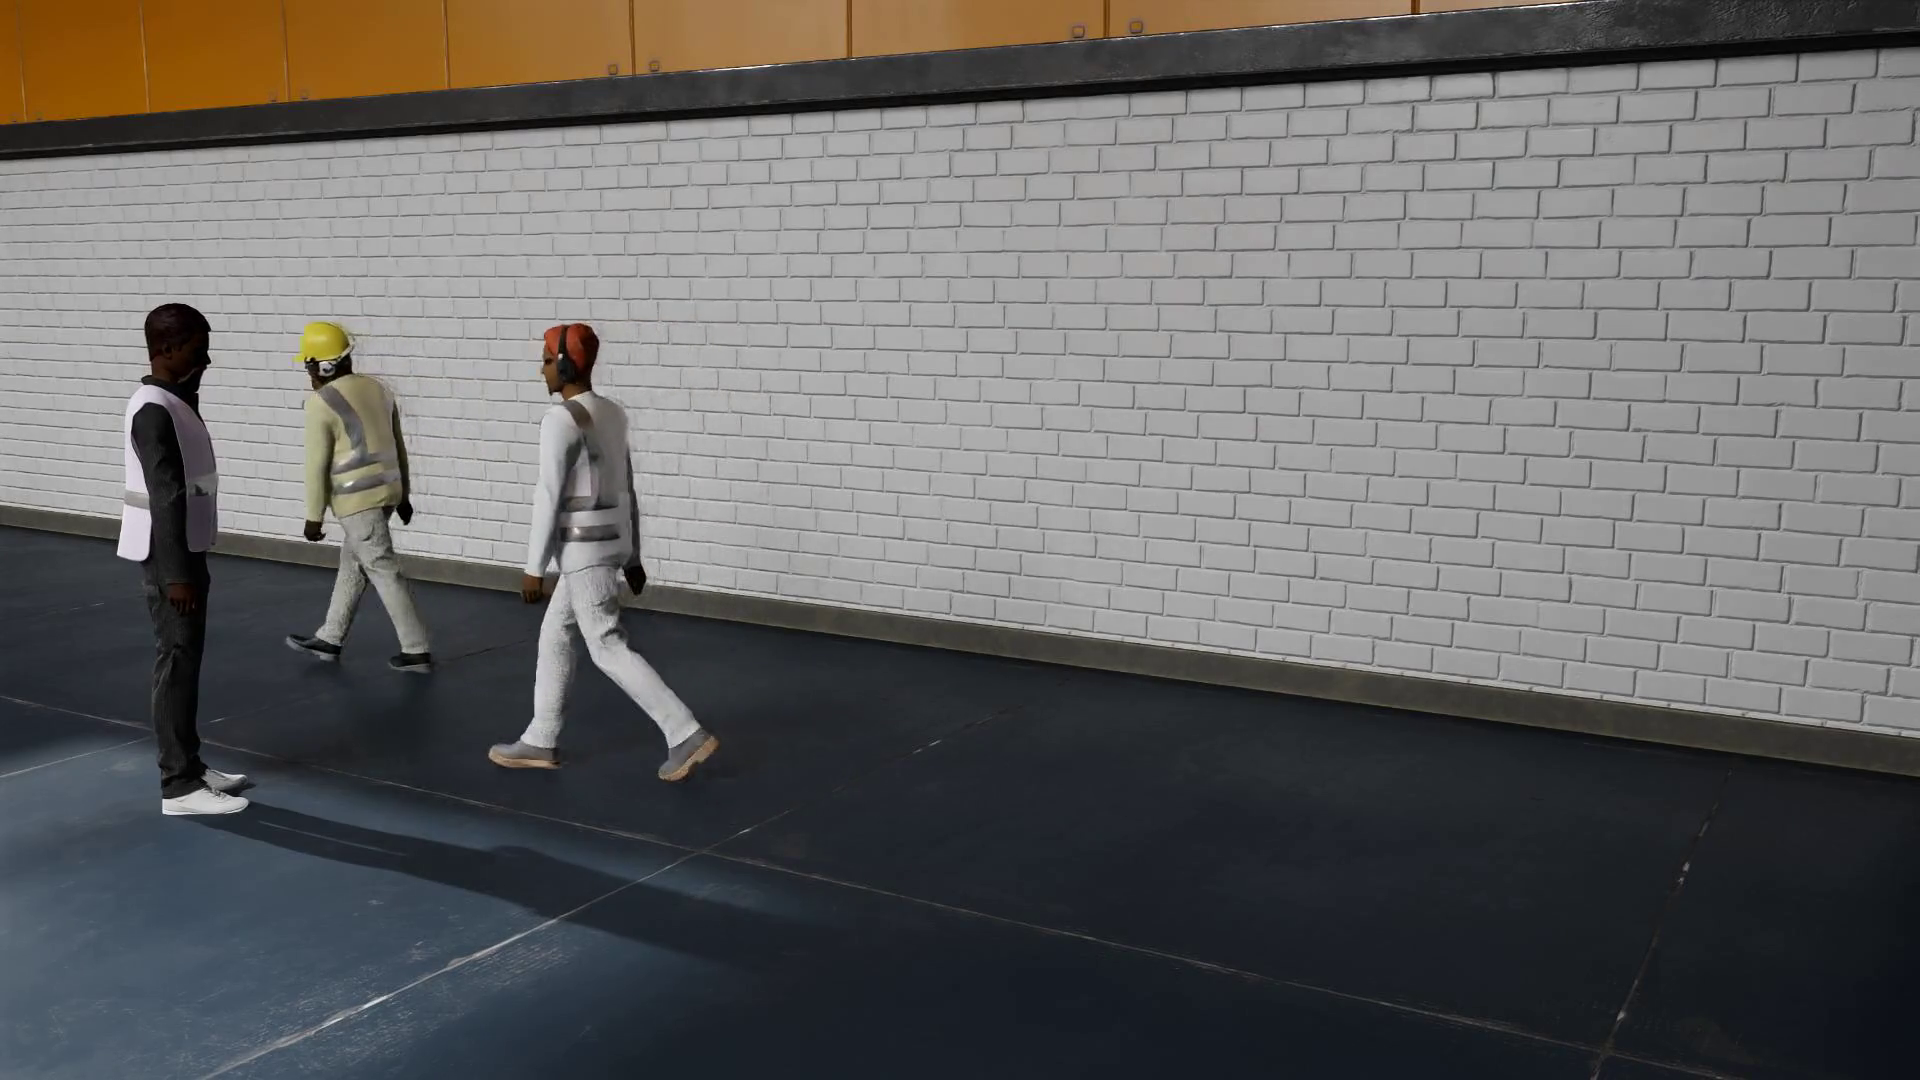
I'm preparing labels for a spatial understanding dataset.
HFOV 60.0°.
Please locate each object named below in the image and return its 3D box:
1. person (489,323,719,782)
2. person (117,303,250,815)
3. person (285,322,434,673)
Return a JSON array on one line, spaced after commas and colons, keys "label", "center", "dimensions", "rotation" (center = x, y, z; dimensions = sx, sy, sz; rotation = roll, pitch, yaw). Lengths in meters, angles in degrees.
[{"label": "person", "center": [-1.420, 0.055, 6.643], "dimensions": [0.987, 1.844, 0.570], "rotation": [1, 9, 8]}, {"label": "person", "center": [-2.946, 0.073, 6.264], "dimensions": [0.392, 1.914, 0.589], "rotation": [-4, 10, -22]}, {"label": "person", "center": [-3.076, -0.208, 8.428], "dimensions": [0.870, 1.778, 0.612], "rotation": [2, 9, 12]}]
